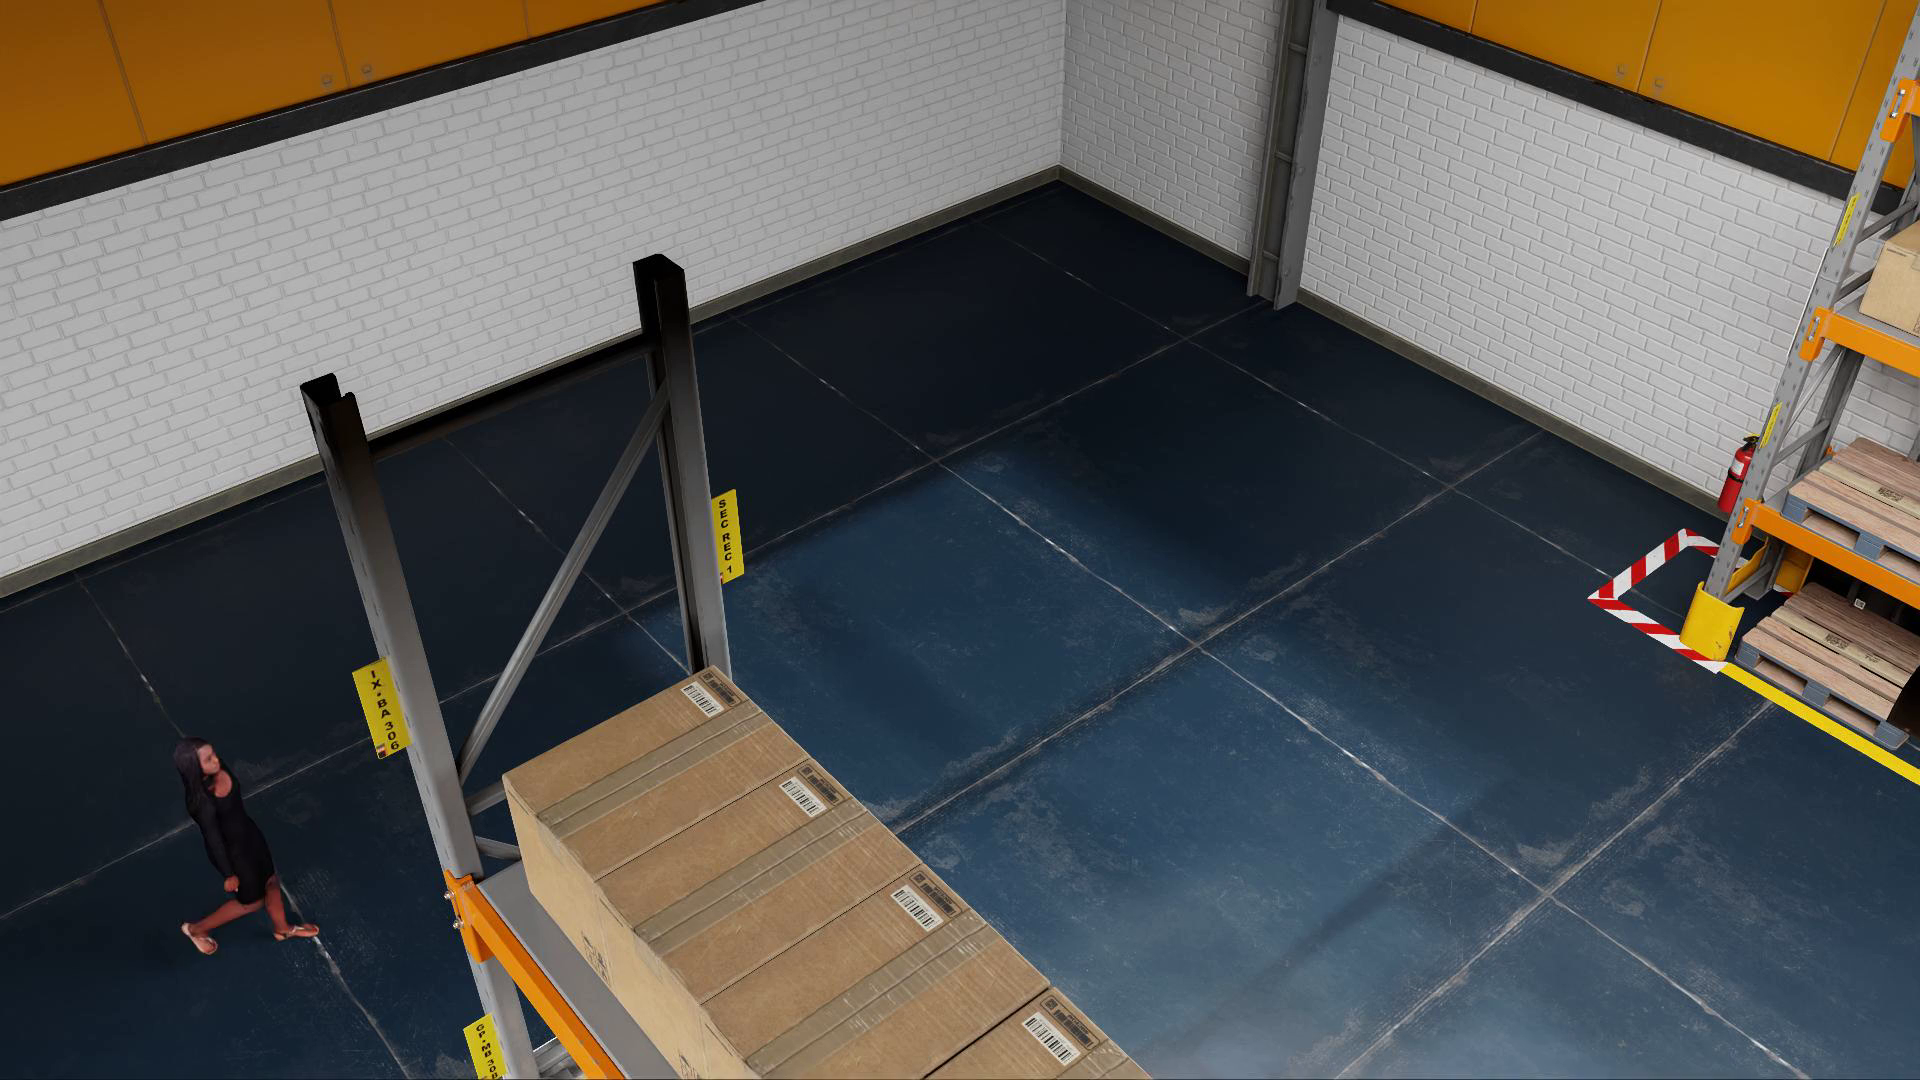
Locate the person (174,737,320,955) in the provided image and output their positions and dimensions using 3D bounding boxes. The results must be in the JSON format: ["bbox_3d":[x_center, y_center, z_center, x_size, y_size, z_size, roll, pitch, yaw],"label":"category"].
[{"bbox_3d":[-4.214,1.779,9.489,0.945,1.705,0.976,-7,39,-9],"label":"person"}]
